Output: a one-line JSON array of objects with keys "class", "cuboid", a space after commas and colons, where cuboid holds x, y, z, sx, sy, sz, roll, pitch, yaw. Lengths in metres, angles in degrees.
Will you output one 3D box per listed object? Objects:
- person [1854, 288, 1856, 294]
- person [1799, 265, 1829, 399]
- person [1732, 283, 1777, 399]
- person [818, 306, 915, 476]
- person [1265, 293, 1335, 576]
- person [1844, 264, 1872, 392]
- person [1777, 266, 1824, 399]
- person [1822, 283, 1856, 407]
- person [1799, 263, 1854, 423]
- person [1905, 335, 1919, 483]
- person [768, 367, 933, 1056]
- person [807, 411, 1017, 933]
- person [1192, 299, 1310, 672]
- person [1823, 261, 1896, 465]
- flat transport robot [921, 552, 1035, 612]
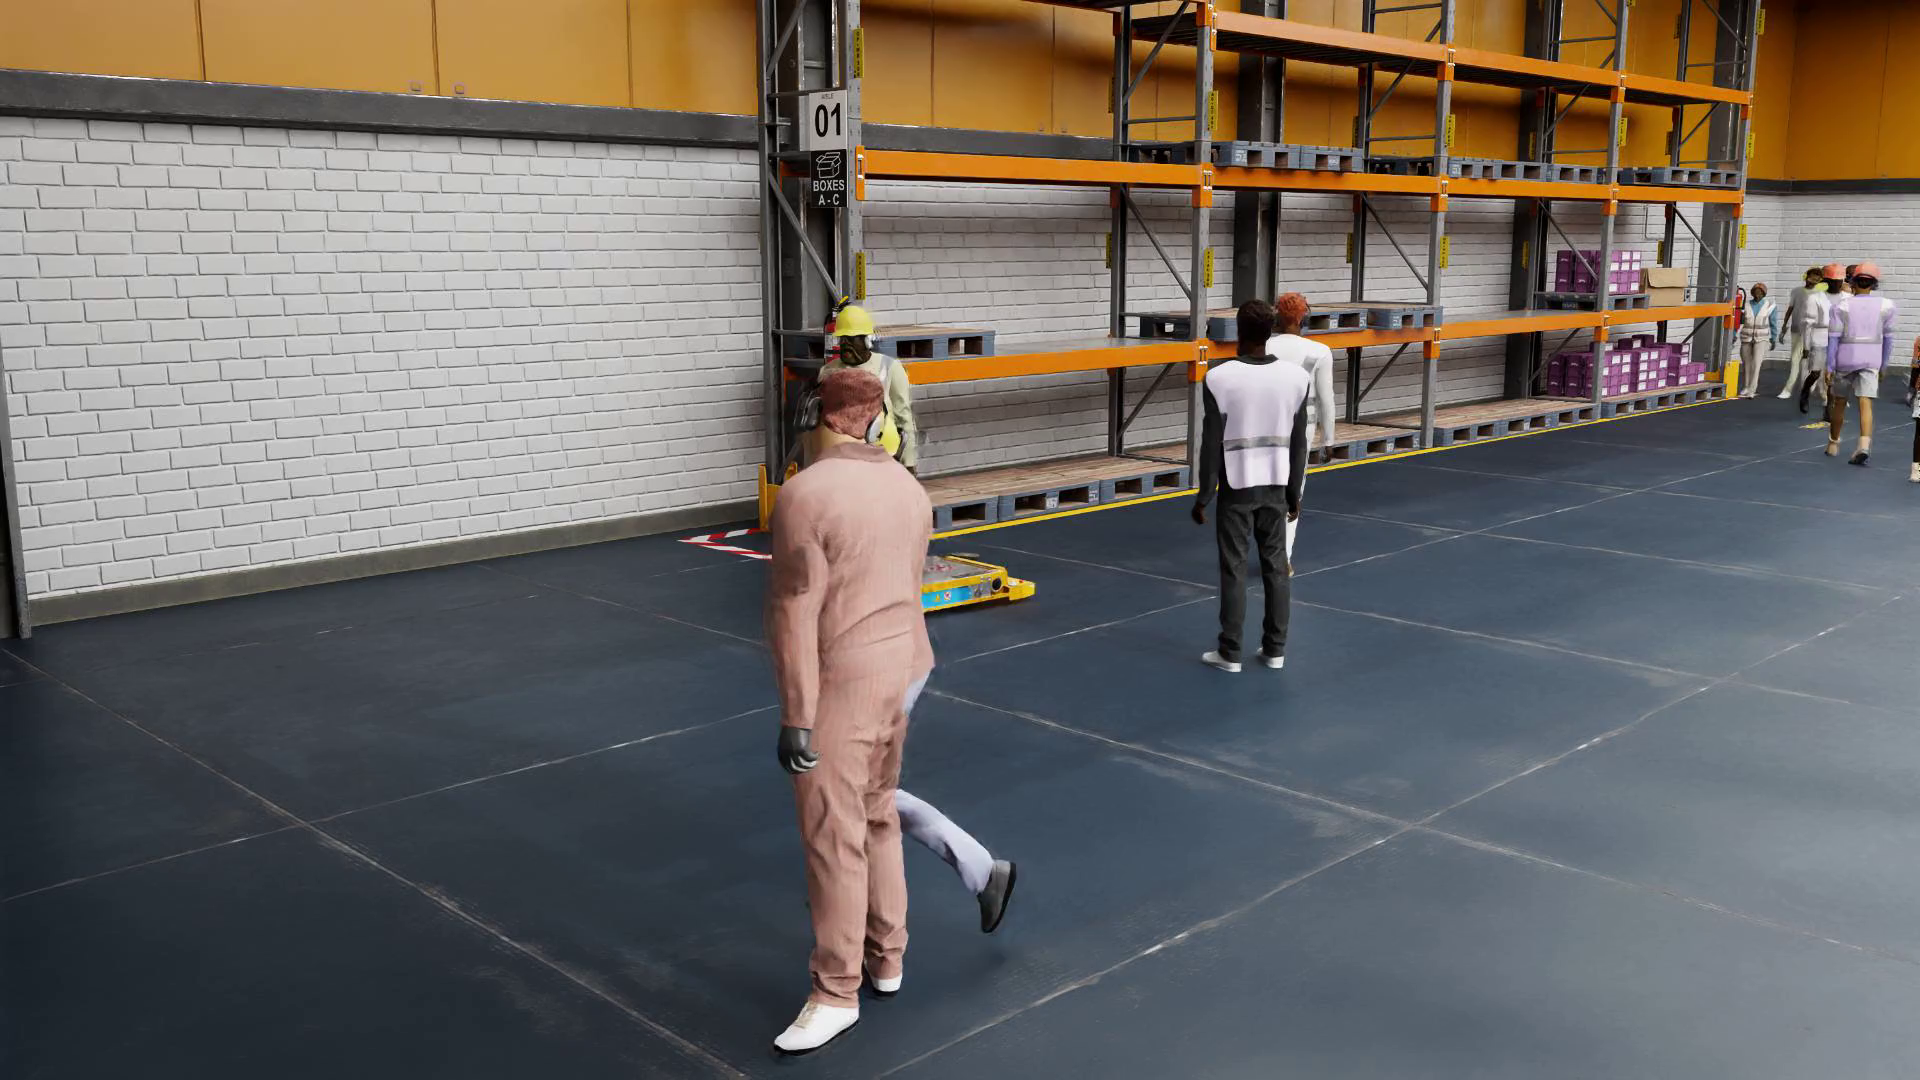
[{"class": "person", "cuboid": [12.563, -2.845, 23.425, 0.514, 1.612, 0.441, 6, 12, 29]}, {"class": "person", "cuboid": [11.881, -2.862, 22.949, 0.634, 1.826, 0.556, 3, 11, 17]}, {"class": "person", "cuboid": [11.020, -2.778, 23.085, 0.548, 1.595, 0.874, 7, 12, 32]}, {"class": "person", "cuboid": [-0.586, -0.495, 10.032, 0.641, 1.823, 0.458, 4, 11, 21]}, {"class": "person", "cuboid": [2.192, -0.693, 10.995, 0.606, 1.862, 0.713, 5, 12, 26]}, {"class": "person", "cuboid": [12.730, -3.019, 23.783, 0.447, 1.827, 0.653, 2, 11, 10]}, {"class": "person", "cuboid": [11.683, -2.867, 22.970, 0.816, 1.823, 0.559, -6, 12, -29]}, {"class": "person", "cuboid": [11.419, -2.517, 21.604, 0.498, 1.622, 0.417, 1, 10, 5]}, {"class": "person", "cuboid": [10.515, -2.400, 20.193, 0.550, 1.918, 0.748, 2, 11, 9]}, {"class": "person", "cuboid": [8.990, -1.362, 15.197, 0.734, 1.665, 0.555, -10, 14, -43]}, {"class": "person", "cuboid": [-0.380, 0.458, 4.745, 0.397, 1.868, 0.791, 6, 12, 29]}, {"class": "person", "cuboid": [-0.170, 0.432, 5.233, 0.717, 1.736, 0.531, 3, 11, 17]}, {"class": "person", "cuboid": [1.506, -0.270, 8.551, 0.589, 1.919, 0.384, -3, 11, -15]}, {"class": "person", "cuboid": [8.916, -1.758, 16.487, 0.607, 1.992, 1.046, 4, 11, 20]}, {"class": "flat transport robot", "cuboid": [-0.289, 0.288, 10.000, 1.431, 0.197, 0.652, -9, 14, -40]}]
